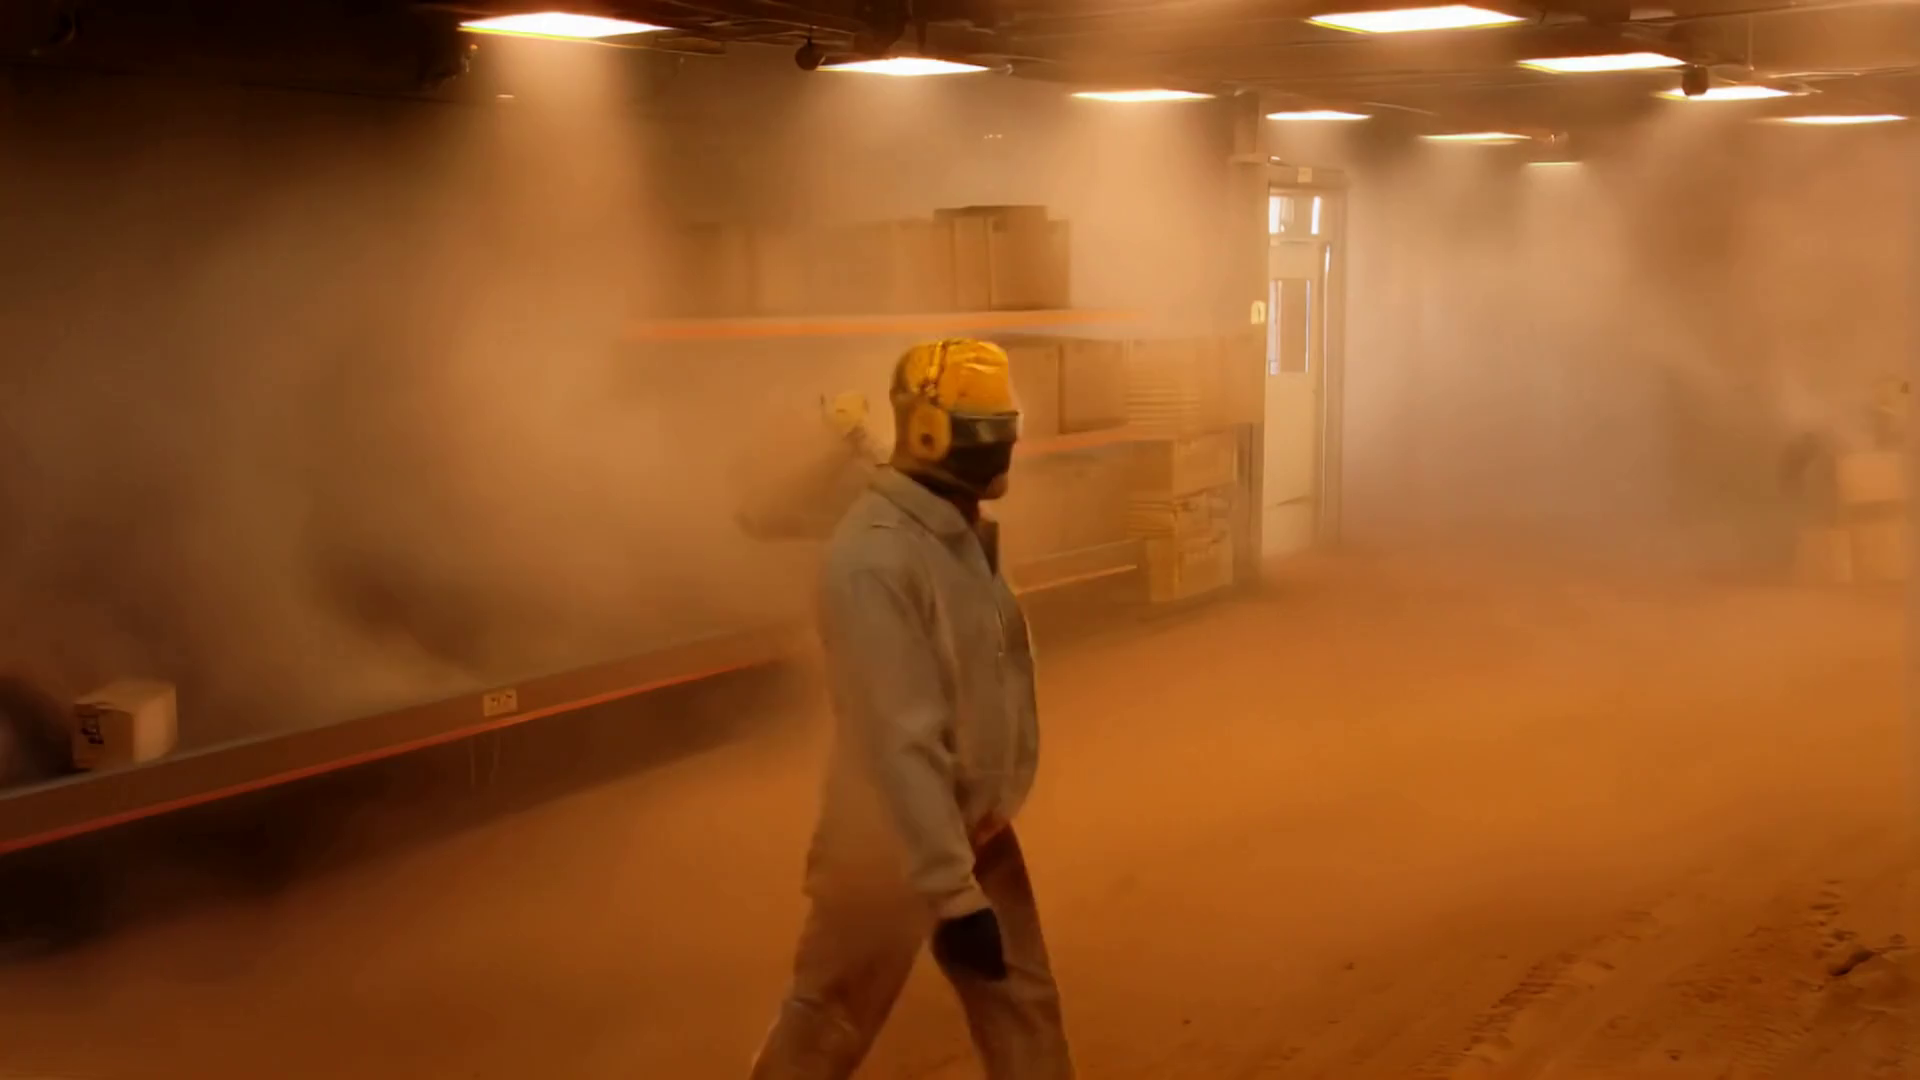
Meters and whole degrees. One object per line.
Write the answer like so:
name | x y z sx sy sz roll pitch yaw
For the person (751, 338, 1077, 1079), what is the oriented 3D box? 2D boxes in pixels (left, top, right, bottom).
person | -0.046 0.558 3.119 1.015 1.856 0.639 3 10 18
